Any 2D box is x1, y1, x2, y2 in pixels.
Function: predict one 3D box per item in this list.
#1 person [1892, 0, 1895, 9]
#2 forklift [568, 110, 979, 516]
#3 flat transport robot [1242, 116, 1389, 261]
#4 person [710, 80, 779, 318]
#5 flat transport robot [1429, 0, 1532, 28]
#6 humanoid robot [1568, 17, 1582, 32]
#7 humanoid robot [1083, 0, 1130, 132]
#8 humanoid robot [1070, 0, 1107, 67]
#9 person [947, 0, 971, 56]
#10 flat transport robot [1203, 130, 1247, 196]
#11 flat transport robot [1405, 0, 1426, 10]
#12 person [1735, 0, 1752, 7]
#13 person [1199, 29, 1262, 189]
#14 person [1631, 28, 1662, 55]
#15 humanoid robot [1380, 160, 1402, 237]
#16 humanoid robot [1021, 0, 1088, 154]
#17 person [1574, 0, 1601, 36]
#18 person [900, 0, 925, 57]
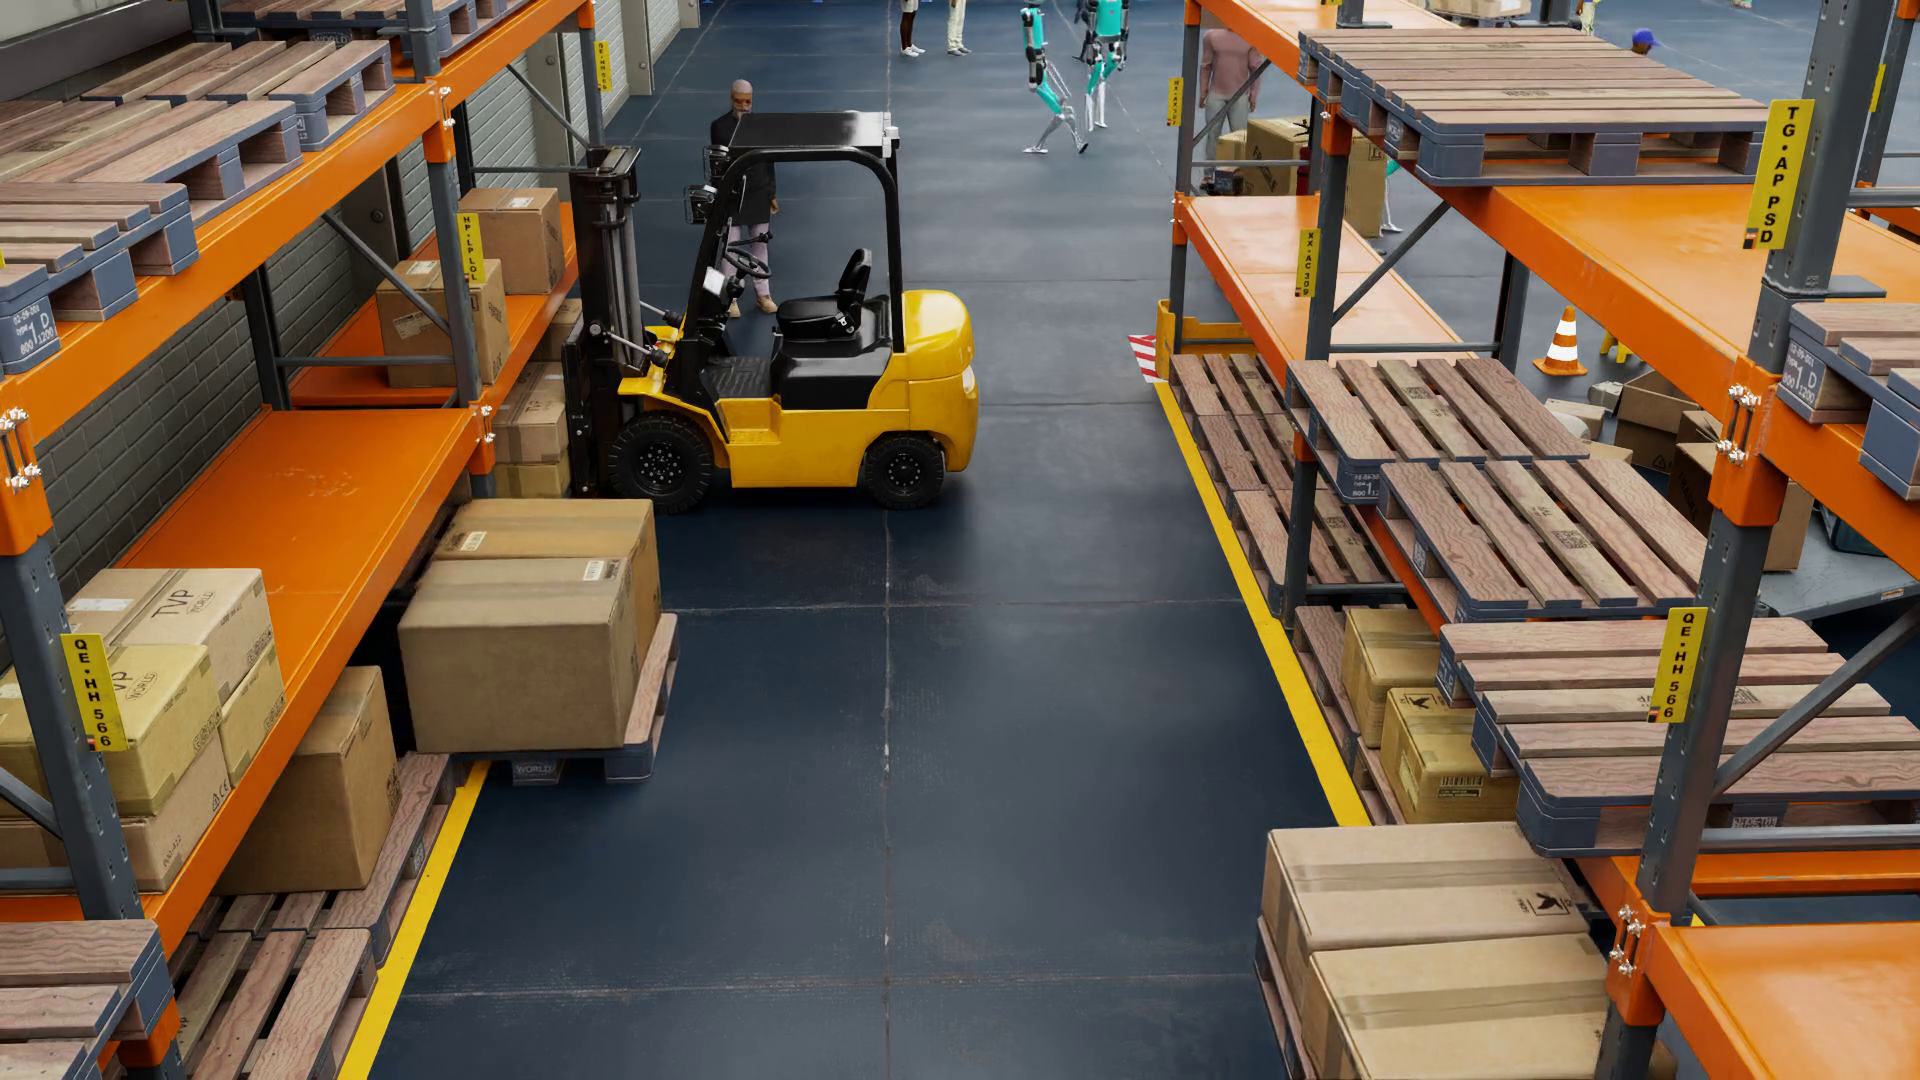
[{"bbox_3d":[16.730,-10.260,29.304,0.575,1.740,0.404,-4,26,-9],"label":"person"},{"bbox_3d":[-1.043,-1.379,9.976,2.313,2.155,1.214,-1,25,-2],"label":"forklift"},{"bbox_3d":[2.952,-2.361,14.303,1.431,0.231,0.659,4,26,9],"label":"flat transport robot"},{"bbox_3d":[-1.708,-2.705,13.176,0.532,1.855,0.409,-11,27,-22],"label":"person"},{"bbox_3d":[8.157,-8.050,26.350,1.431,0.231,0.659,-16,30,-30],"label":"flat transport robot"},{"bbox_3d":[6.397,-4.730,17.725,0.589,1.619,0.785,-6,26,-13],"label":"humanoid robot"},{"bbox_3d":[1.661,-5.748,19.785,0.537,1.825,0.699,-9,27,-18],"label":"humanoid robot"},{"bbox_3d":[1.886,-7.611,23.824,0.776,1.635,0.601,19,31,35],"label":"humanoid robot"},{"bbox_3d":[-0.002,-8.122,24.774,0.356,1.743,0.581,9,27,18],"label":"person"},{"bbox_3d":[3.226,-3.483,16.680,1.431,0.231,0.659,12,28,23],"label":"flat transport robot"},{"bbox_3d":[6.507,-7.979,26.200,0.659,0.231,1.431,22,33,39],"label":"flat transport robot"},{"bbox_3d":[14.220,-10.508,29.692,0.508,1.856,0.821,5,26,10],"label":"person"},{"bbox_3d":[2.738,-4.542,16.982,0.629,1.932,0.363,9,27,18],"label":"person"},{"bbox_3d":[6.609,-4.294,16.730,0.637,1.689,0.470,19,31,34],"label":"person"},{"bbox_3d":[4.089,-3.683,15.403,0.779,1.778,0.549,20,32,36],"label":"humanoid robot"},{"bbox_3d":[1.109,-5.146,18.548,0.890,1.831,0.555,5,26,11],"label":"humanoid robot"},{"bbox_3d":[8.858,-7.572,23.454,0.399,1.885,0.522,15,29,28],"label":"person"},{"bbox_3d":[-0.747,-8.195,24.748,0.367,1.898,0.555,6,26,13],"label":"person"}]
